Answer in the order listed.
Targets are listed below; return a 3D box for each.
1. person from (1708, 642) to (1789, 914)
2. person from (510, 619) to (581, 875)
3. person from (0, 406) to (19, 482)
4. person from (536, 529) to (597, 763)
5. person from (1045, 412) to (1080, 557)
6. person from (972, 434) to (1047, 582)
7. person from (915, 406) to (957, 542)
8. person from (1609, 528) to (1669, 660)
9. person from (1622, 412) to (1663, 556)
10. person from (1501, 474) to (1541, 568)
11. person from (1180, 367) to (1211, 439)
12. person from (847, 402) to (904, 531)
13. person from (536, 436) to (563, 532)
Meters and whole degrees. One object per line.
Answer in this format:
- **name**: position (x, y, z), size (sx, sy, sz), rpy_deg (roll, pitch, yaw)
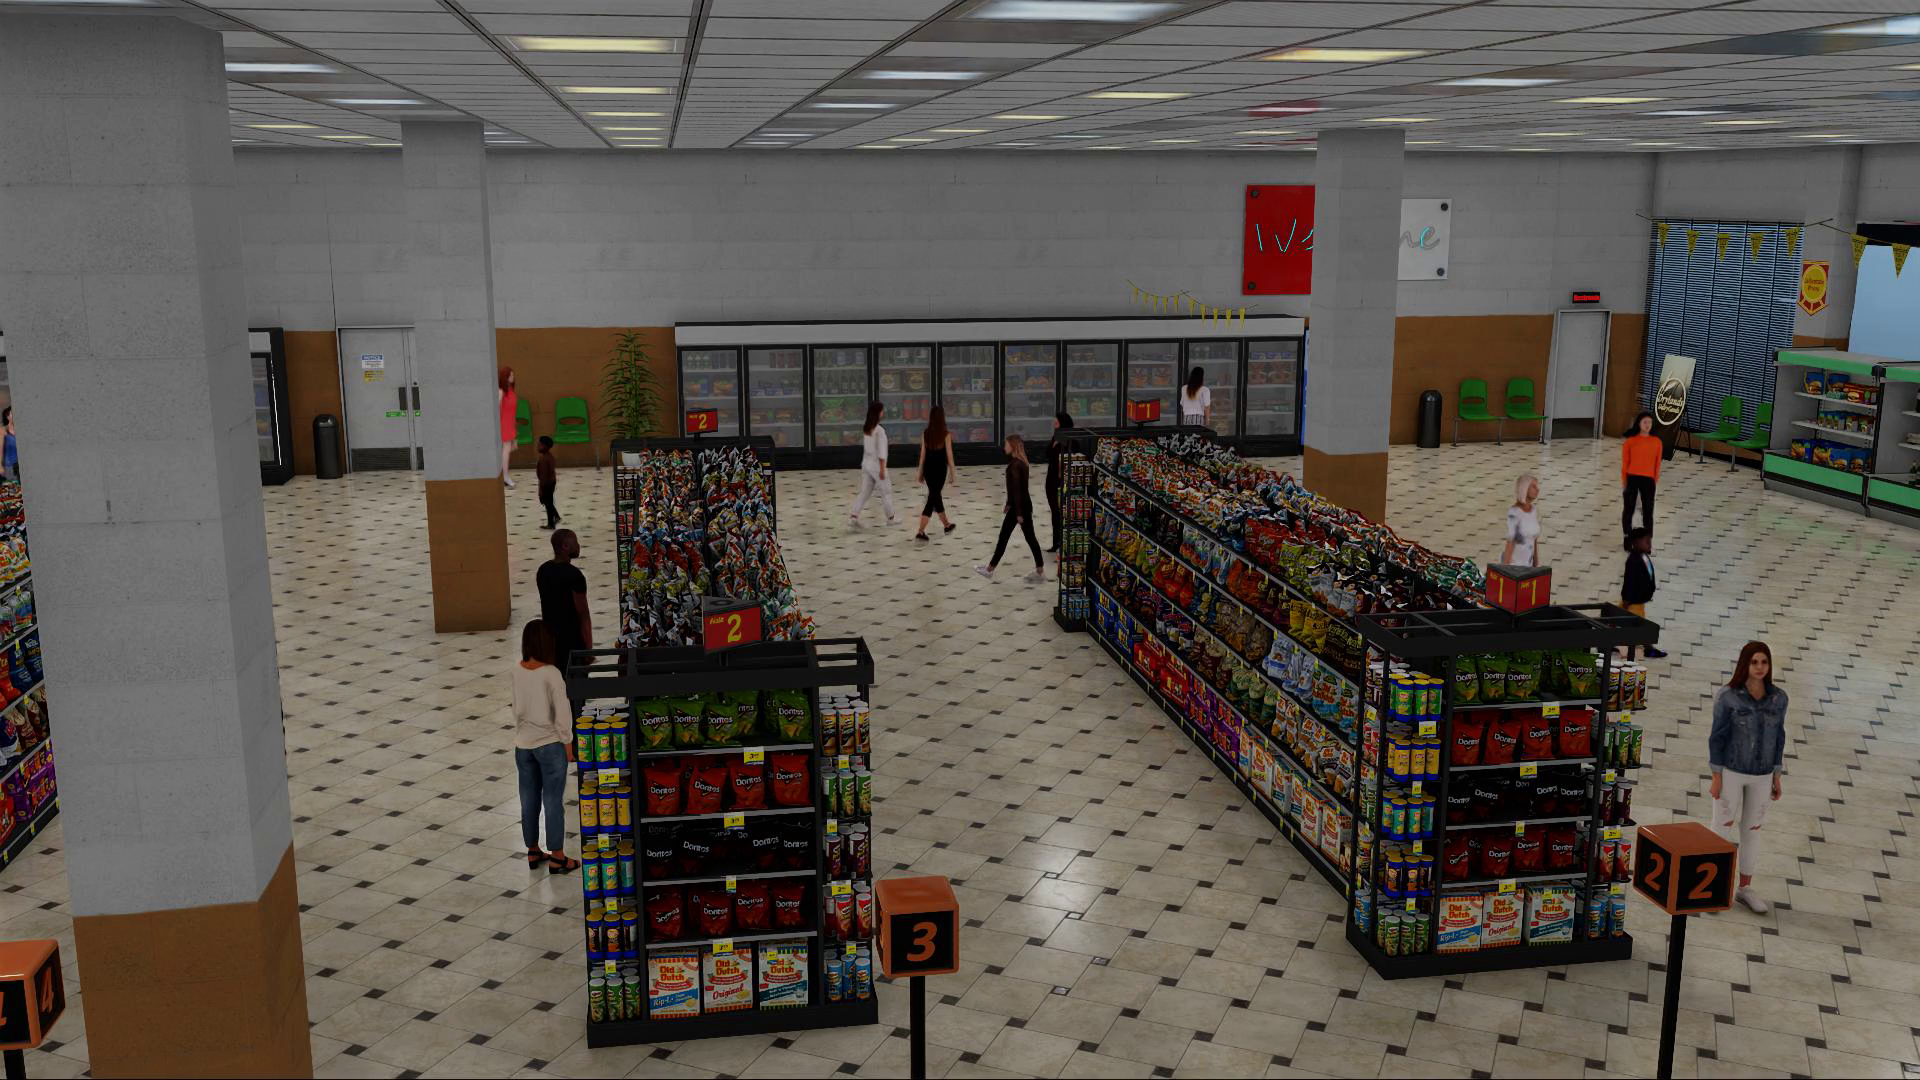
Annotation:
- **person**: position (4.799, 1.438, 10.199), size (0.652, 1.703, 0.586), rpy_deg (0, 12, 2)
- **person**: position (-2.711, 1.331, 10.768), size (0.694, 1.678, 0.740), rpy_deg (7, 14, 30)
- **person**: position (-12.456, -0.960, 21.856), size (0.869, 1.593, 0.836), rpy_deg (5, 13, 24)
- **person**: position (-3.059, 0.808, 12.913), size (0.735, 1.818, 0.805), rpy_deg (9, 15, 37)
- **person**: position (1.253, -0.685, 20.162), size (0.795, 1.752, 0.654), rpy_deg (-6, 13, -28)
- **person**: position (0.758, -0.326, 18.684), size (0.990, 1.658, 1.086), rpy_deg (4, 12, 17)
- **person**: position (-0.363, -0.782, 20.818), size (1.071, 1.672, 1.154), rpy_deg (7, 14, 32)
- **person**: position (6.323, 0.500, 15.764), size (0.901, 1.246, 0.880), rpy_deg (7, 14, 29)
- **person**: position (8.263, -0.701, 20.318), size (0.827, 1.720, 1.008), rpy_deg (3, 12, 12)
- **person**: position (5.255, 0.232, 15.918), size (1.150, 1.708, 1.014), rpy_deg (10, 16, 41)
- **person**: position (3.673, -1.876, 25.984), size (0.765, 1.684, 0.846), rpy_deg (10, 16, 40)
- **person**: position (-1.184, -0.921, 21.534), size (1.073, 1.649, 1.130), rpy_deg (-11, 16, -41)
- **person**: position (-5.299, -0.731, 21.600), size (0.640, 1.250, 0.527), rpy_deg (1, 12, 3)
